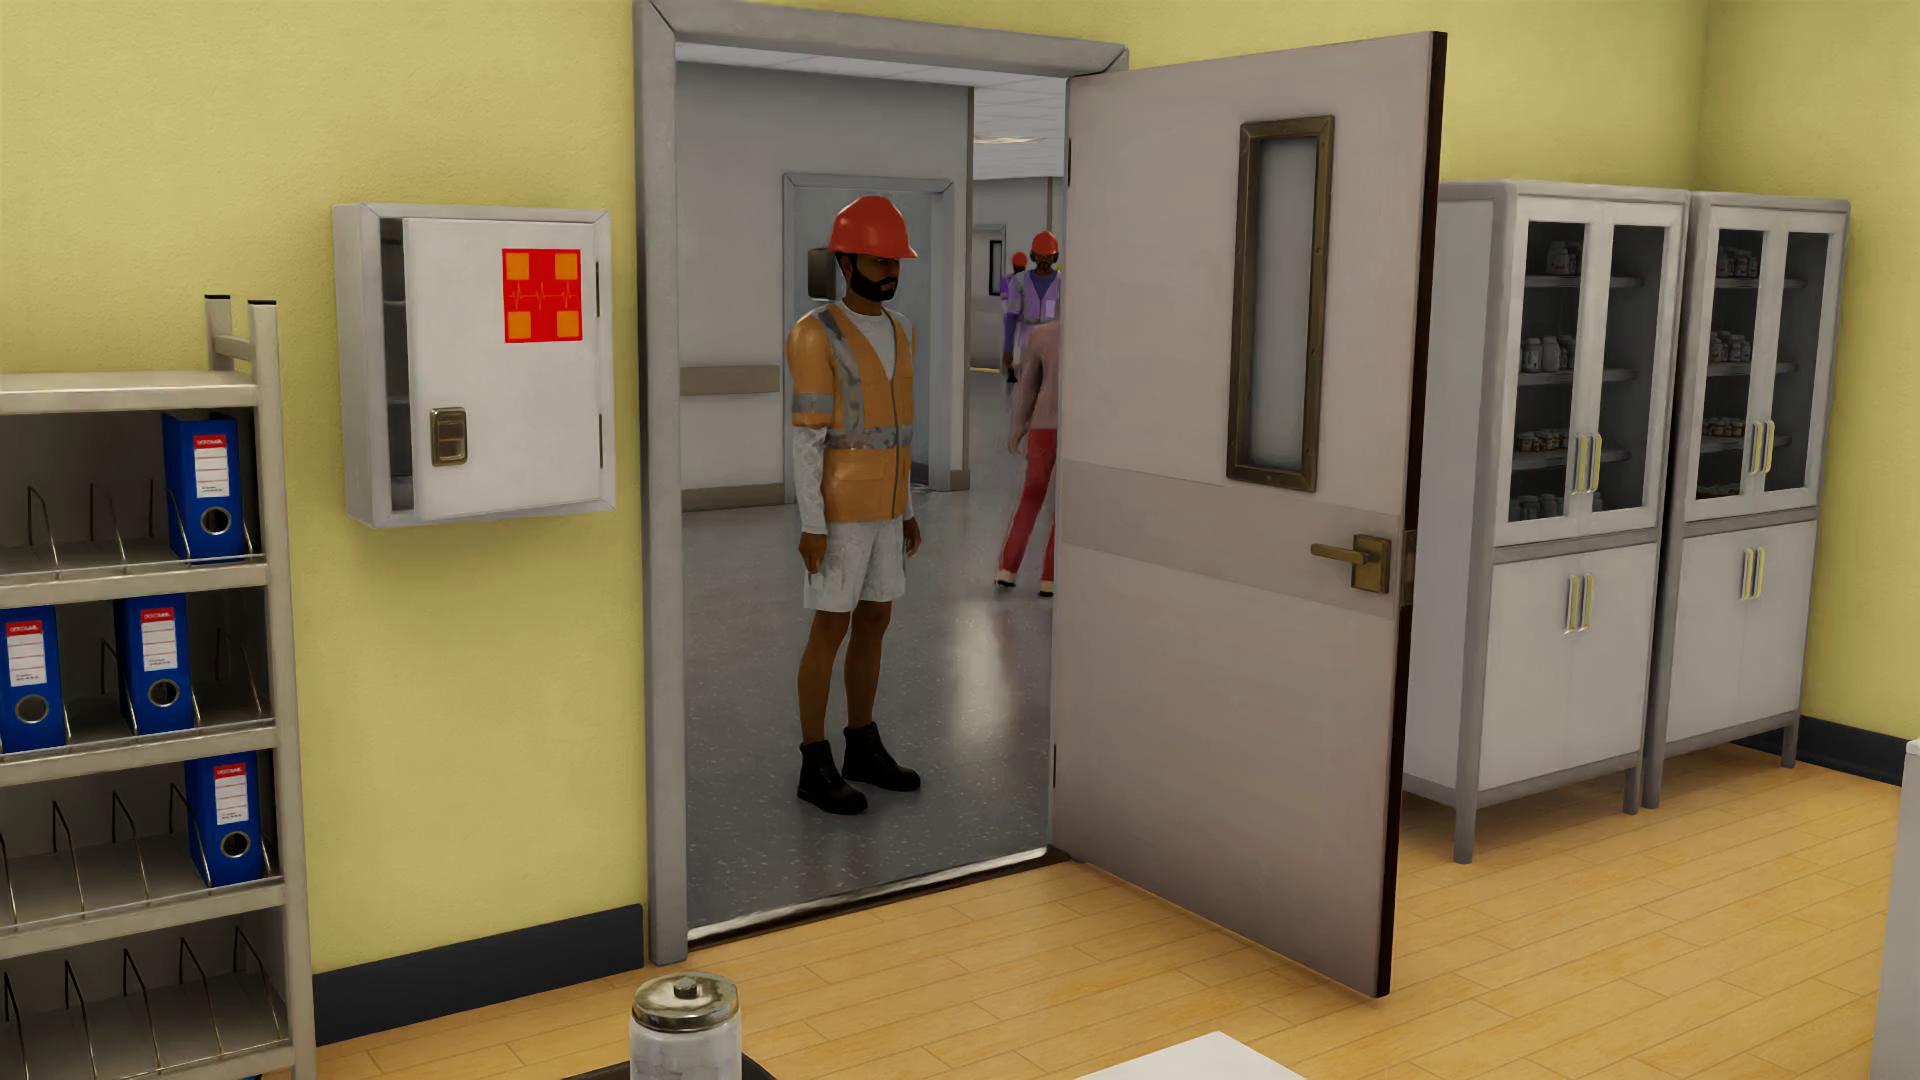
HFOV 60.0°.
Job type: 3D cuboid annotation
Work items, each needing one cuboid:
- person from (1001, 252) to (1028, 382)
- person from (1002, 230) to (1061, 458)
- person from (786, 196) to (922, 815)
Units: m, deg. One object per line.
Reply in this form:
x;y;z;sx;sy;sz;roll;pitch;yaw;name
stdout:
0.854;-3.179;23.894;0.543;1.875;1.016;-1;10;-12;person
0.713;-1.702;14.670;0.645;2.018;0.584;3;10;11;person
-0.300;-0.109;5.299;0.373;1.934;0.552;8;12;35;person
